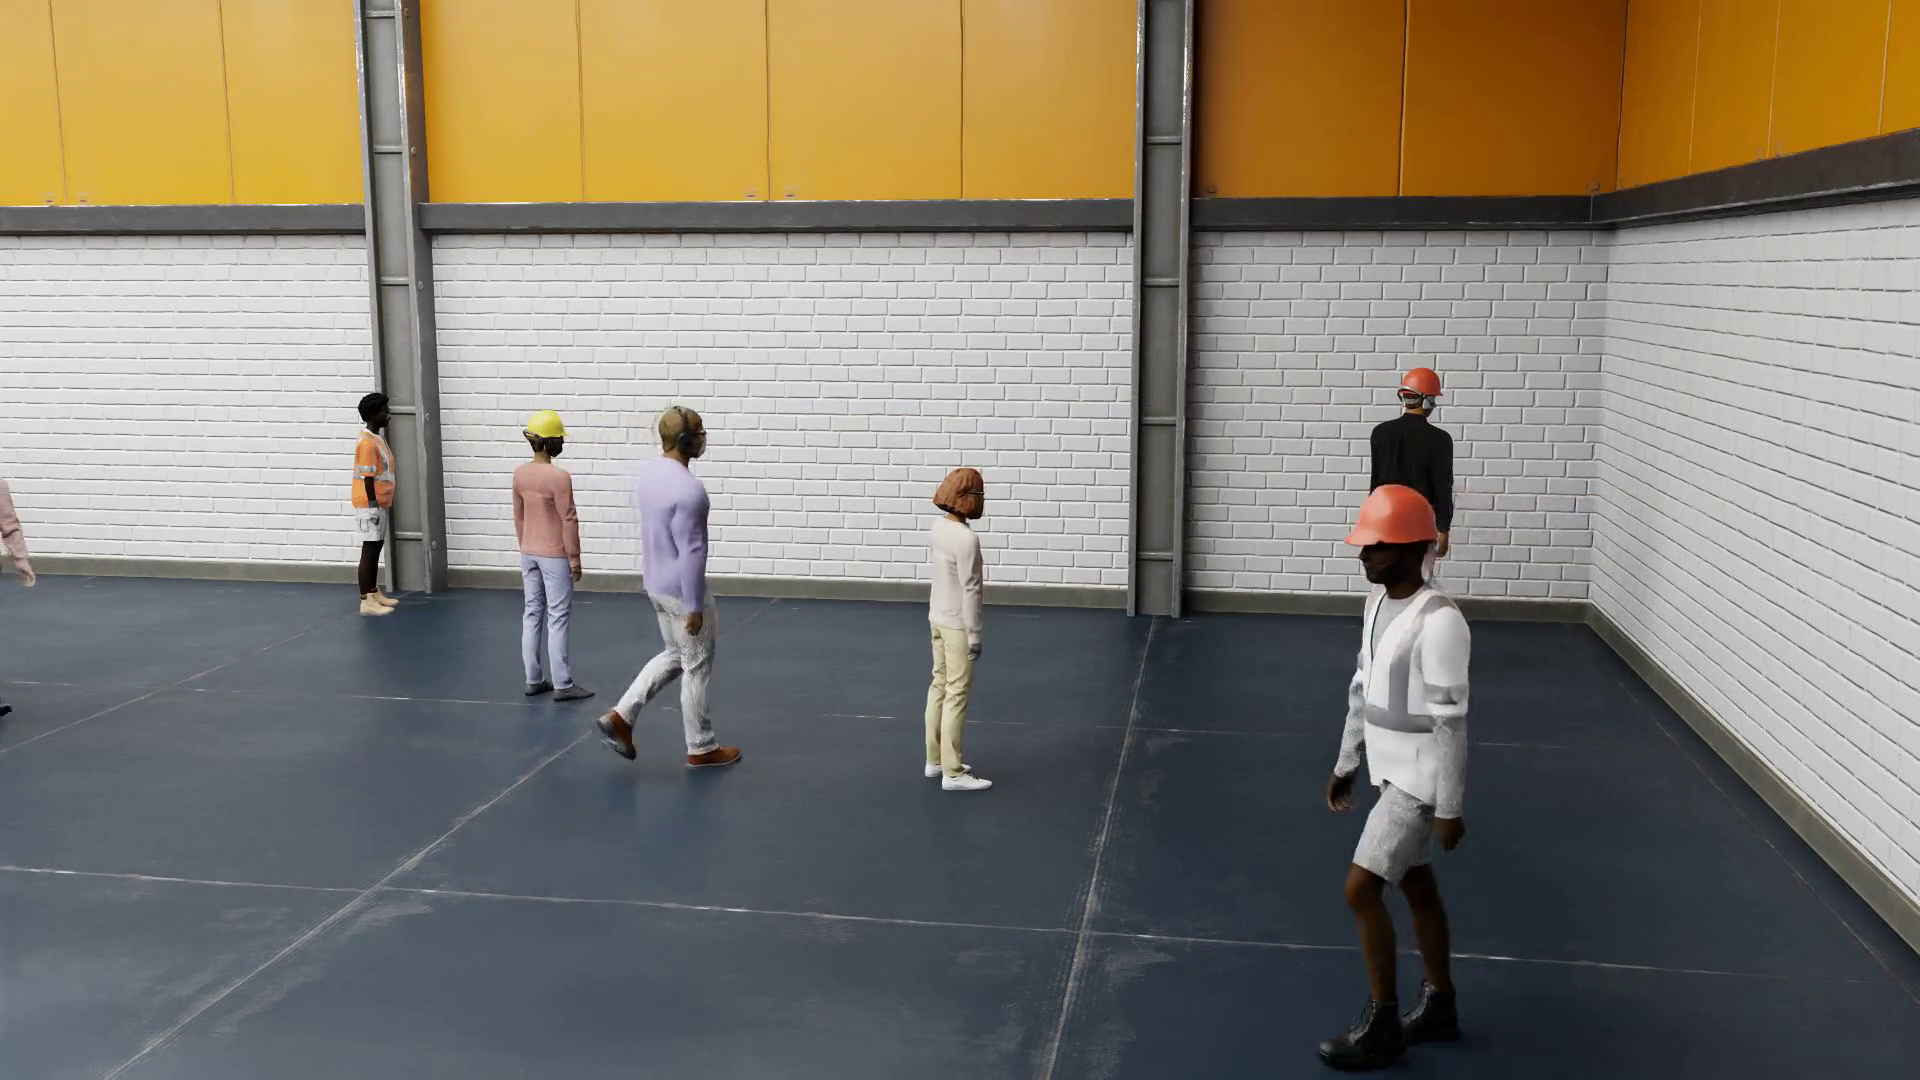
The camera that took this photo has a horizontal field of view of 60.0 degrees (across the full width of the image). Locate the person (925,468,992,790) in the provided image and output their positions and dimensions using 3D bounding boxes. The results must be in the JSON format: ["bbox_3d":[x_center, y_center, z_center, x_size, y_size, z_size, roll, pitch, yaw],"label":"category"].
[{"bbox_3d":[-0.012,0.444,8.384,0.270,1.627,0.499,-4,10,-23],"label":"person"}]

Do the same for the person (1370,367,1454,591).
[{"bbox_3d":[2.912,-0.114,10.722,0.402,1.988,0.614,-8,12,-41],"label":"person"}]

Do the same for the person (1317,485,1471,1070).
[{"bbox_3d":[1.399,0.771,5.459,0.699,1.913,0.551,-1,9,-4],"label":"person"}]

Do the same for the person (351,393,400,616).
[{"bbox_3d":[-4.448,-0.275,12.634,0.322,1.690,0.532,-2,9,-12],"label":"person"}]

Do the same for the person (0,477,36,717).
[{"bbox_3d":[-5.755,0.180,9.721,0.903,1.713,0.541,6,11,34],"label":"person"}]

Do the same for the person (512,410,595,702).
[{"bbox_3d":[-2.489,0.097,10.099,0.524,1.769,0.309,7,11,35],"label":"person"}]

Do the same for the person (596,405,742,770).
[{"bbox_3d":[-1.488,0.266,8.563,0.650,1.927,0.641,-6,11,-32],"label":"person"}]
